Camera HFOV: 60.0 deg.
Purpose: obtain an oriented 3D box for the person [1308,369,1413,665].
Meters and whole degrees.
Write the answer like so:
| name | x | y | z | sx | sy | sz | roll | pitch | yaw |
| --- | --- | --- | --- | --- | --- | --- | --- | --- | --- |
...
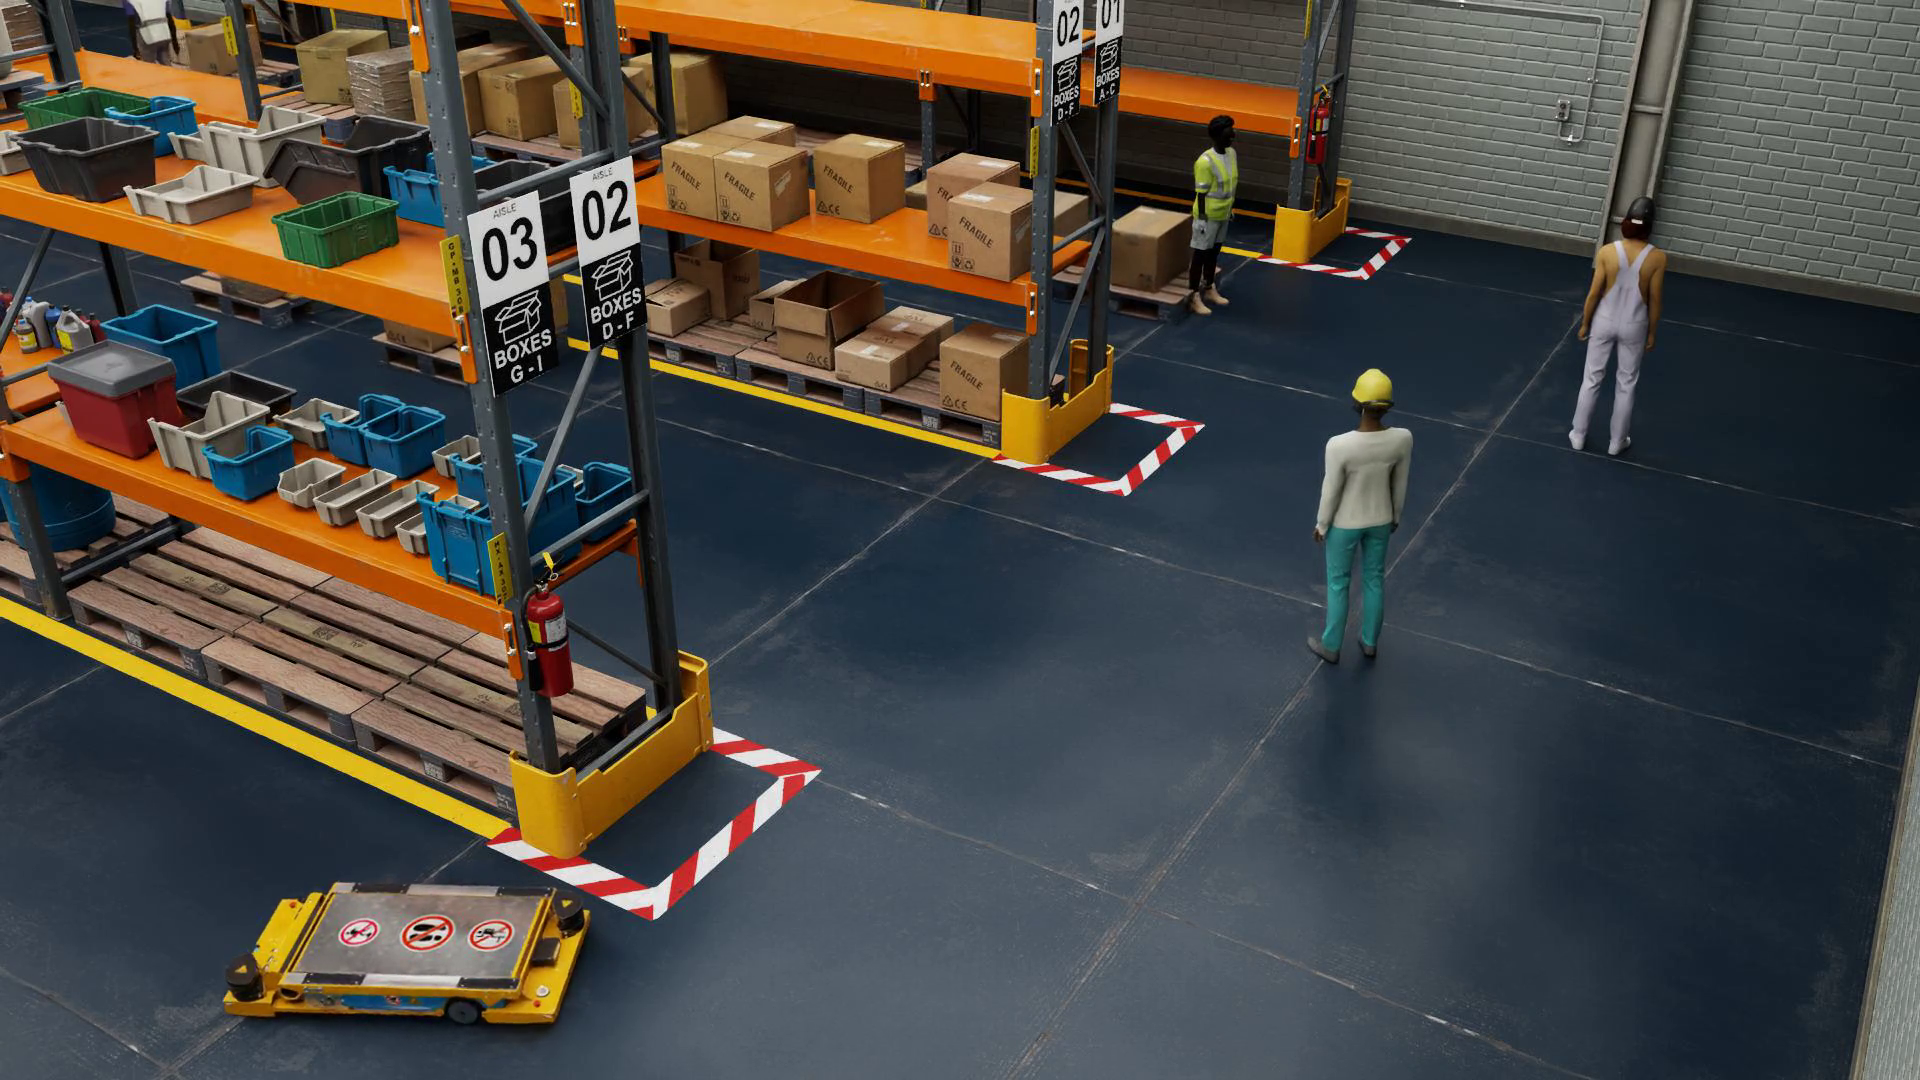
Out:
| name | x | y | z | sx | sy | sz | roll | pitch | yaw |
| --- | --- | --- | --- | --- | --- | --- | --- | --- | --- |
| person | 2.226 | -0.122 | 9.315 | 0.532 | 1.766 | 0.325 | -8 | 30 | -13 |

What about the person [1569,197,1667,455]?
| name | x | y | z | sx | sy | sz | roll | pitch | yaw |
| --- | --- | --- | --- | --- | --- | --- | --- | --- | --- |
| person | 4.639 | -1.508 | 11.701 | 0.517 | 1.864 | 0.373 | 12 | 31 | 21 |

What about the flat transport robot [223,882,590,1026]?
| name | x | y | z | sx | sy | sz | roll | pitch | yaw |
| --- | --- | --- | --- | --- | --- | --- | --- | --- | --- |
| flat transport robot | -2.426 | 1.825 | 7.360 | 1.431 | 0.231 | 0.659 | 1 | 29 | 2 |

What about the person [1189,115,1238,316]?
| name | x | y | z | sx | sy | sz | roll | pitch | yaw |
| --- | --- | --- | --- | --- | --- | --- | --- | --- | --- |
| person | 2.159 | -2.766 | 14.128 | 0.319 | 1.697 | 0.532 | 22 | 36 | 33 |

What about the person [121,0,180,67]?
| name | x | y | z | sx | sy | sz | roll | pitch | yaw |
| --- | --- | --- | --- | --- | --- | --- | --- | --- | --- |
| person | -9.461 | -5.842 | 19.525 | 0.471 | 1.814 | 0.604 | 19 | 34 | 31 |
